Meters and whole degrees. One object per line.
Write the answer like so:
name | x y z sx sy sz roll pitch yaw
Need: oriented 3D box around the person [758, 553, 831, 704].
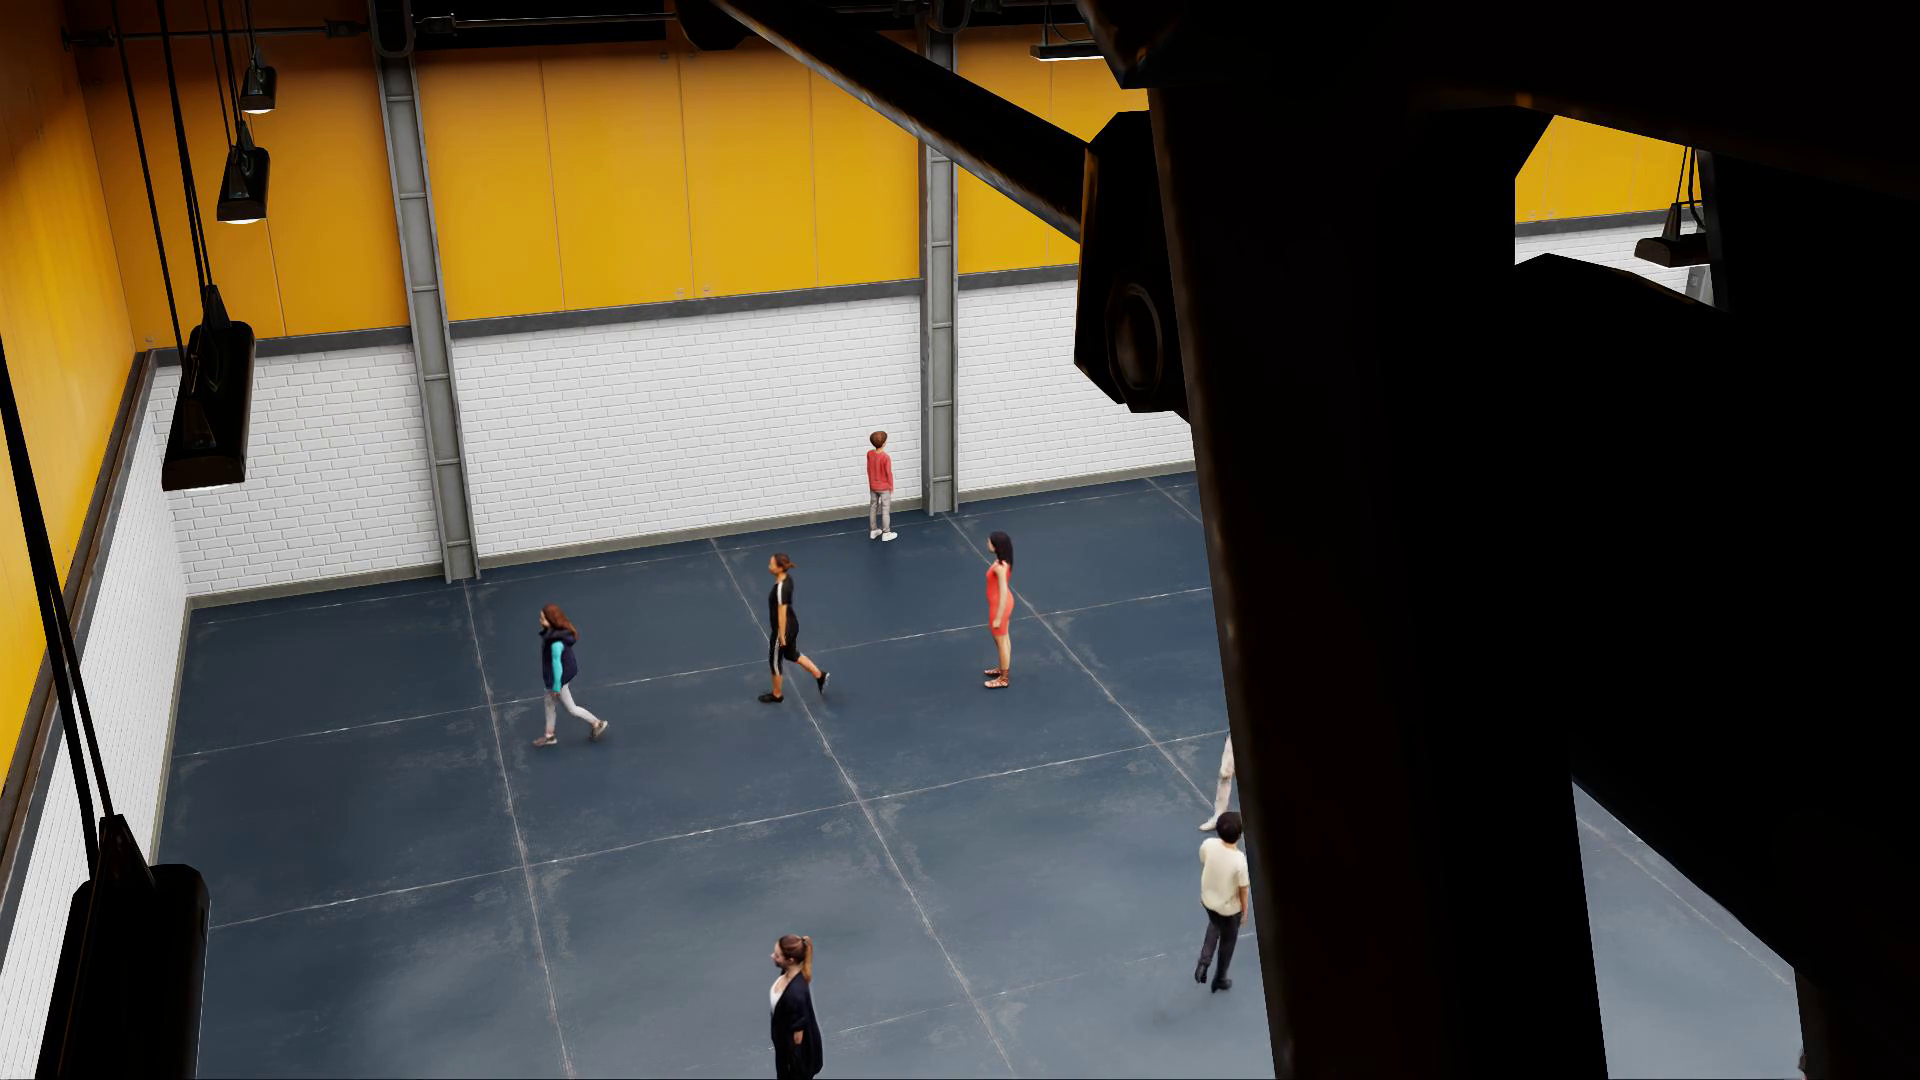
person | -1.676 0.886 16.605 1.045 1.647 0.855 2 24 5

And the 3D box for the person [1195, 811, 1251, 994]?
person | 1.925 2.748 12.435 0.720 1.575 0.766 20 31 39

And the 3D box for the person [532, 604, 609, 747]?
person | -3.765 1.298 15.876 0.941 1.475 0.578 -8 25 -17

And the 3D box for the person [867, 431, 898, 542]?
person | -0.986 -0.676 20.467 0.602 1.416 0.643 15 28 30

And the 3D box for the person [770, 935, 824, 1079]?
person | -1.076 3.316 11.001 0.612 1.683 0.667 -4 24 -9

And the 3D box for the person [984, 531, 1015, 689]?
person | 0.421 0.695 16.951 0.666 1.720 0.666 2 24 5
